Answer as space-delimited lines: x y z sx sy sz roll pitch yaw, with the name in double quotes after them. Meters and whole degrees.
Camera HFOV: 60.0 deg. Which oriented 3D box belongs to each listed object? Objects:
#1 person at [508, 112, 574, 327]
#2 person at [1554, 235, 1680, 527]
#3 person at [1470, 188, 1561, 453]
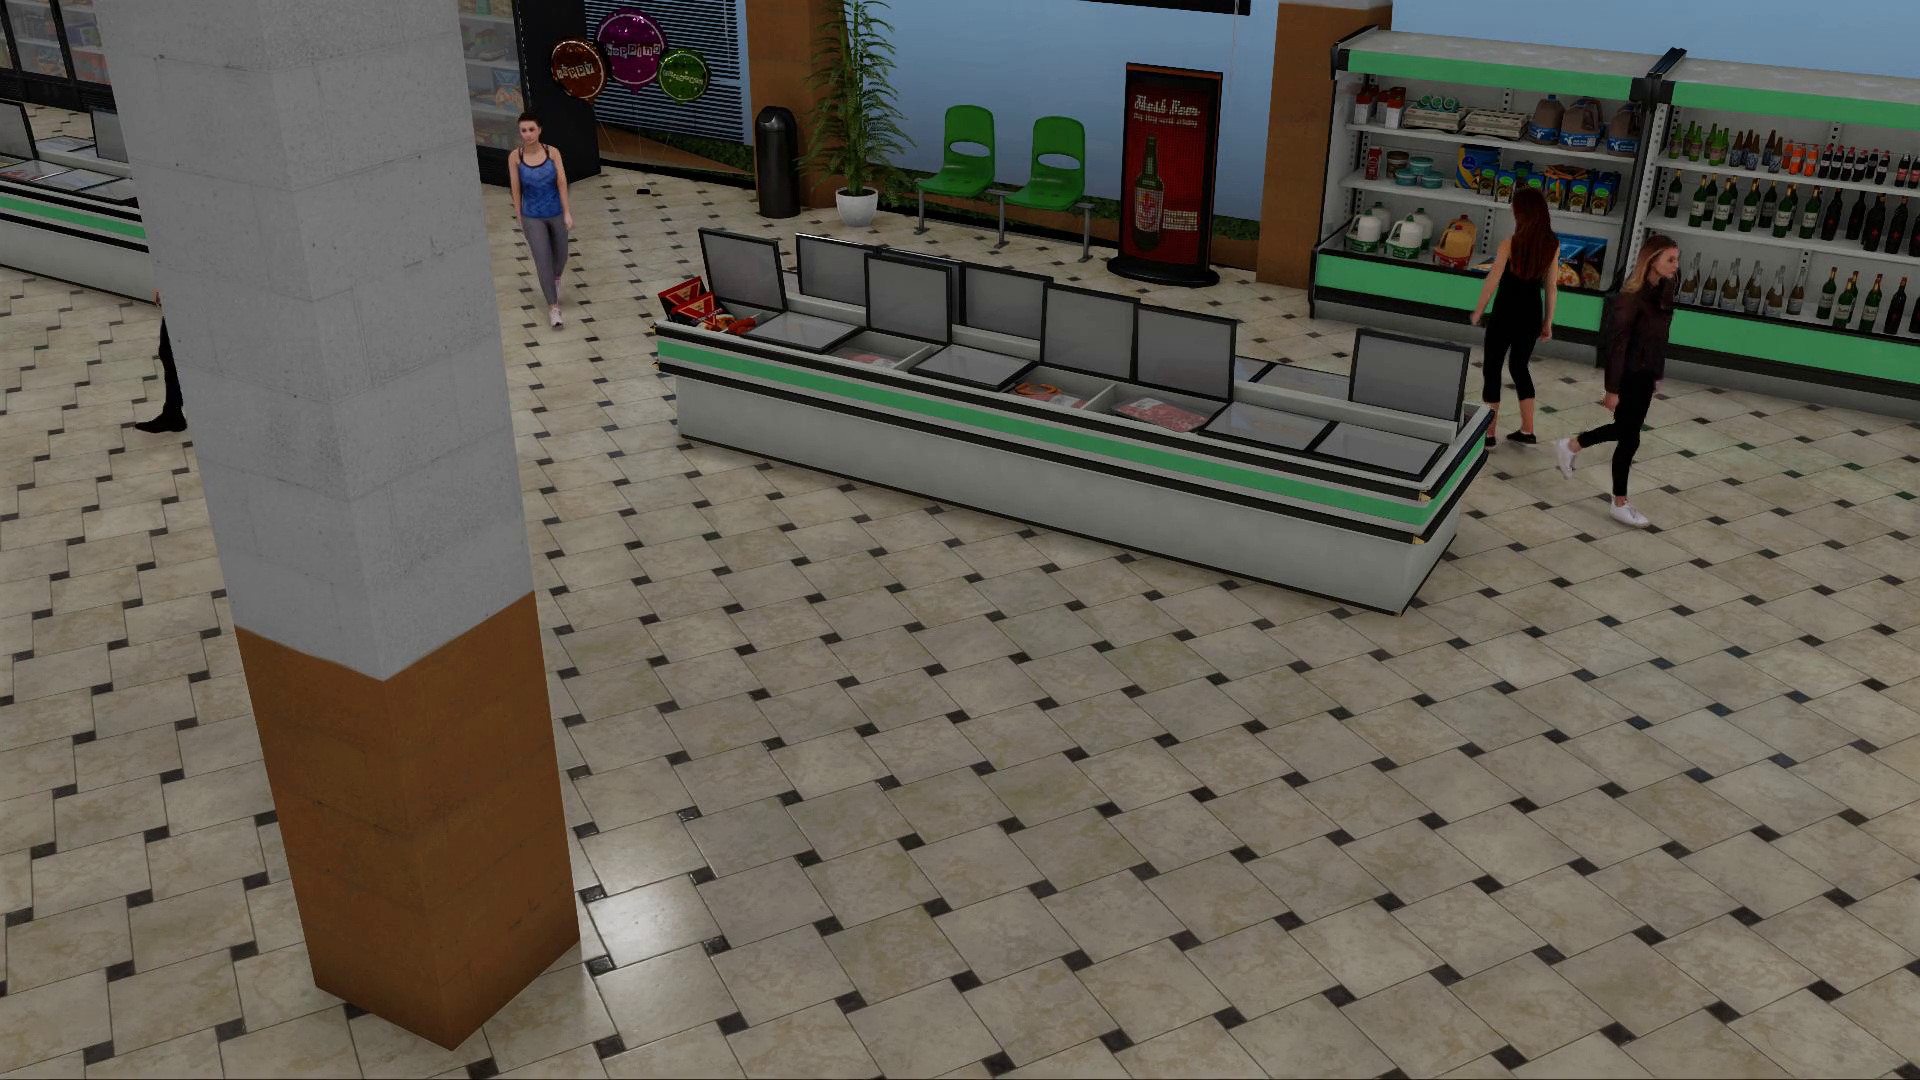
-3.167 -2.472 12.687 0.975 1.582 1.089 -9 28 -18 "person"
3.793 -0.942 9.554 0.866 1.685 1.065 -17 32 -30 "person"
3.437 -1.305 10.247 0.750 1.707 0.812 -4 27 -7 "person"
